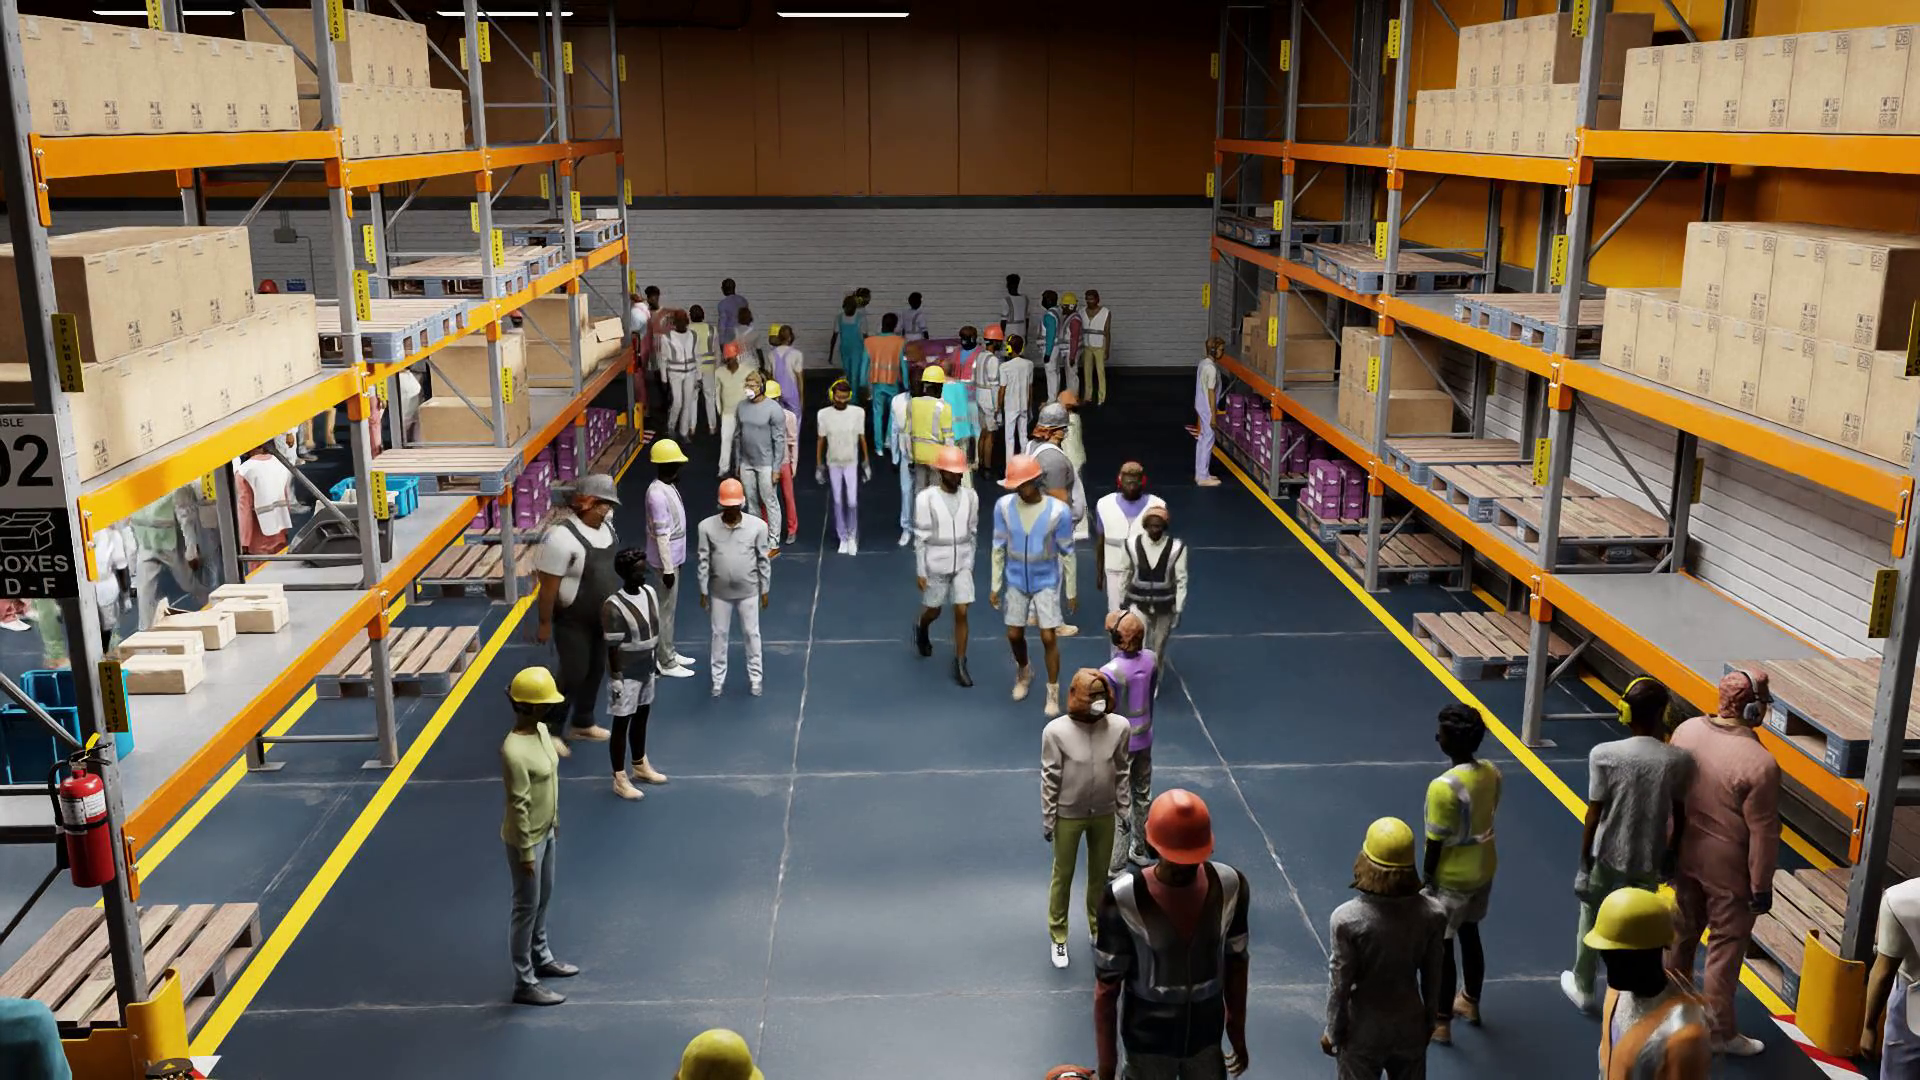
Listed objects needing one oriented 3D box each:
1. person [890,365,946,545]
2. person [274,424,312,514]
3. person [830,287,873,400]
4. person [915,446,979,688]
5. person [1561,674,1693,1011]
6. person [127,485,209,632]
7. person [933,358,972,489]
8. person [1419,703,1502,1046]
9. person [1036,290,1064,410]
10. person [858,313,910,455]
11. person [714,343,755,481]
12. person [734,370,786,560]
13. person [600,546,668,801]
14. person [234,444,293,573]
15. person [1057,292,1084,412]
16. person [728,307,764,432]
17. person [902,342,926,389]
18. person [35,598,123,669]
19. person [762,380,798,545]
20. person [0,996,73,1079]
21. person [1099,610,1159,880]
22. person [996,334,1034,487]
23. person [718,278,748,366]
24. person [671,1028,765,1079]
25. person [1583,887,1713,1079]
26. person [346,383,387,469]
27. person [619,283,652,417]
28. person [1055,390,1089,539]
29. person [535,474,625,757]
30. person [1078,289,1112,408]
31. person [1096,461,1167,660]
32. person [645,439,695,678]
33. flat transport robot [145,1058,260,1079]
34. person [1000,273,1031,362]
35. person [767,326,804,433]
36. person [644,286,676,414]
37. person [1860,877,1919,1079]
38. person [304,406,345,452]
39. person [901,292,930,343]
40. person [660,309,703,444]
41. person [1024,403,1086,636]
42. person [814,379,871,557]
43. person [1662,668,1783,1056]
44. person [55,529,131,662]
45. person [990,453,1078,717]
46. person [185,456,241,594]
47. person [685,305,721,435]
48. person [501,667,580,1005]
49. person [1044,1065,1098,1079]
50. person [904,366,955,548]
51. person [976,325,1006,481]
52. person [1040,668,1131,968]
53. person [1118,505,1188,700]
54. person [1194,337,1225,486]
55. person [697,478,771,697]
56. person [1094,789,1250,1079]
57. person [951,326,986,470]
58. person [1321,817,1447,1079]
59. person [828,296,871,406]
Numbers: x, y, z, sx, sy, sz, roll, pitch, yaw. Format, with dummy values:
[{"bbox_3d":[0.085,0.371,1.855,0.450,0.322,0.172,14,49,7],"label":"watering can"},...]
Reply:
[{"bbox_3d":[-0.438,-0.897,17.522,0.595,1.933,0.414,2,14,7],"label":"person"},{"bbox_3d":[-7.662,-1.271,18.894,0.394,1.946,0.618,-8,16,-28],"label":"person"},{"bbox_3d":[-1.615,-3.080,26.251,0.823,1.838,0.526,0,14,1],"label":"person"},{"bbox_3d":[-0.119,0.167,13.316,0.552,1.920,0.800,-5,15,-20],"label":"person"},{"bbox_3d":[3.230,1.525,8.132,0.541,1.839,0.822,1,14,4],"label":"person"},{"bbox_3d":[-6.654,0.036,13.987,0.609,1.851,1.063,2,14,6],"label":"person"},{"bbox_3d":[-0.159,-1.126,18.606,0.767,1.805,0.572,12,19,40],"label":"person"},{"bbox_3d":[2.423,1.614,8.095,0.335,1.684,0.535,14,20,43],"label":"person"},{"bbox_3d":[1.381,-2.912,25.548,0.430,1.845,0.623,4,15,14],"label":"person"},{"bbox_3d":[-1.010,-2.096,22.252,0.744,1.880,0.593,2,14,8],"label":"person"},{"bbox_3d":[-2.795,-1.609,20.716,0.574,1.696,0.921,1,14,6],"label":"person"},{"bbox_3d":[-2.044,-0.760,16.908,0.632,1.940,0.372,10,17,33],"label":"person"},{"bbox_3d":[-2.160,0.862,11.021,0.322,1.696,0.536,6,16,23],"label":"person"},{"bbox_3d":[-5.938,-0.064,14.250,0.404,1.906,0.598,3,15,13],"label":"person"},{"bbox_3d":[1.681,-2.866,25.406,0.403,1.825,0.593,-1,14,-5],"label":"person"},{"bbox_3d":[-3.076,-2.409,23.692,0.531,1.787,0.936,6,16,23],"label":"person"},{"bbox_3d":[-0.535,-1.776,21.557,0.558,1.590,0.527,-1,14,-6],"label":"person"},{"bbox_3d":[-7.150,0.096,13.343,0.822,2.000,0.697,6,16,24],"label":"person"},{"bbox_3d":[-1.953,-0.811,17.473,0.526,1.758,0.352,3,15,12],"label":"person"},{"bbox_3d":[-3.246,2.102,5.555,0.612,1.997,0.375,-3,15,-13],"label":"person"},{"bbox_3d":[0.967,1.203,9.791,0.310,1.642,0.514,13,19,41],"label":"person"},{"bbox_3d":[0.671,-1.571,20.248,0.509,1.863,0.329,-9,17,-31],"label":"person"},{"bbox_3d":[-3.621,-3.202,26.513,0.374,1.933,0.625,10,17,34],"label":"person"},{"bbox_3d":[-0.751,2.323,5.214,0.321,1.738,0.486,5,15,18],"label":"person"},{"bbox_3d":[2.356,2.097,5.757,0.508,1.902,0.589,1,14,2],"label":"person"},{"bbox_3d":[-7.564,-1.872,21.183,0.616,1.986,0.407,3,15,13],"label":"person"},{"bbox_3d":[-4.909,-2.883,25.037,0.535,2.000,0.687,1,14,5],"label":"person"},{"bbox_3d":[1.204,-0.796,17.715,0.443,1.598,0.521,6,15,22],"label":"person"},{"bbox_3d":[-2.629,0.492,11.787,0.555,2.000,0.726,6,15,22],"label":"person"},{"bbox_3d":[2.081,-2.974,25.818,0.570,1.832,0.399,8,17,30],"label":"person"},{"bbox_3d":[1.362,0.228,13.291,0.576,1.816,0.790,2,14,7],"label":"person"},{"bbox_3d":[-2.341,0.140,13.389,0.357,1.930,0.586,-2,14,-6],"label":"person"},{"bbox_3d":[-3.387,2.632,6.916,0.652,0.197,1.431,1,14,4],"label":"flat transport robot"},{"bbox_3d":[0.869,-3.332,26.951,0.612,1.964,0.361,-12,18,-38],"label":"person"},{"bbox_3d":[-2.241,-1.816,21.288,0.529,1.822,0.708,4,15,16],"label":"person"},{"bbox_3d":[-4.618,-2.873,25.201,0.621,1.941,0.715,7,16,27],"label":"person"},{"bbox_3d":[3.868,1.921,6.591,0.559,1.836,0.394,0,14,0],"label":"person"},{"bbox_3d":[-8.640,-2.069,22.440,0.597,1.728,0.621,12,18,38],"label":"person"},{"bbox_3d":[-0.651,-3.153,26.806,0.623,1.674,0.546,-10,17,-34],"label":"person"},{"bbox_3d":[-3.812,-2.242,22.870,0.569,1.868,0.431,-9,17,-31],"label":"person"},{"bbox_3d":[0.827,-0.194,14.480,0.538,2.000,0.690,-5,15,-19],"label":"person"},{"bbox_3d":[-1.204,-0.740,17.008,0.588,1.839,0.573,-1,14,-2],"label":"person"},{"bbox_3d":[3.674,1.529,7.987,0.408,1.908,0.645,-5,15,-18],"label":"person"},{"bbox_3d":[-6.683,0.437,12.788,0.533,1.652,0.875,-12,19,-40],"label":"person"},{"bbox_3d":[0.569,0.311,12.544,0.684,2.027,0.537,5,15,20],"label":"person"},{"bbox_3d":[-6.425,-0.096,14.369,0.398,1.909,0.599,8,17,30],"label":"person"},{"bbox_3d":[-3.696,-2.410,23.573,0.626,1.847,0.429,-2,14,-9],"label":"person"},{"bbox_3d":[-2.141,1.488,8.443,0.340,1.762,0.527,1,14,3],"label":"person"},{"bbox_3d":[0.312,2.372,4.735,0.575,1.880,0.358,2,14,7],"label":"person"},{"bbox_3d":[-0.293,-0.854,17.303,0.593,1.922,0.384,10,17,34],"label":"person"},{"bbox_3d":[0.392,-1.700,20.625,0.385,1.929,0.543,-5,15,-18],"label":"person"},{"bbox_3d":[0.667,1.457,8.804,0.505,1.636,0.279,-5,15,-17],"label":"person"},{"bbox_3d":[1.446,0.522,12.550,0.522,1.591,0.835,2,14,8],"label":"person"},{"bbox_3d":[3.046,-1.566,20.286,0.357,1.835,0.516,-1,14,-5],"label":"person"},{"bbox_3d":[-1.747,0.371,12.862,0.565,1.742,0.352,-1,14,-2],"label":"person"},{"bbox_3d":[0.814,1.889,6.332,0.612,2.030,0.403,-3,15,-13],"label":"person"},{"bbox_3d":[0.115,-1.821,21.265,0.633,1.842,0.429,10,18,35],"label":"person"},{"bbox_3d":[1.683,1.941,6.691,0.488,1.743,0.319,-2,14,-9],"label":"person"},{"bbox_3d":[-1.689,-2.829,25.349,0.603,1.778,0.998,4,15,14],"label":"person"}]
